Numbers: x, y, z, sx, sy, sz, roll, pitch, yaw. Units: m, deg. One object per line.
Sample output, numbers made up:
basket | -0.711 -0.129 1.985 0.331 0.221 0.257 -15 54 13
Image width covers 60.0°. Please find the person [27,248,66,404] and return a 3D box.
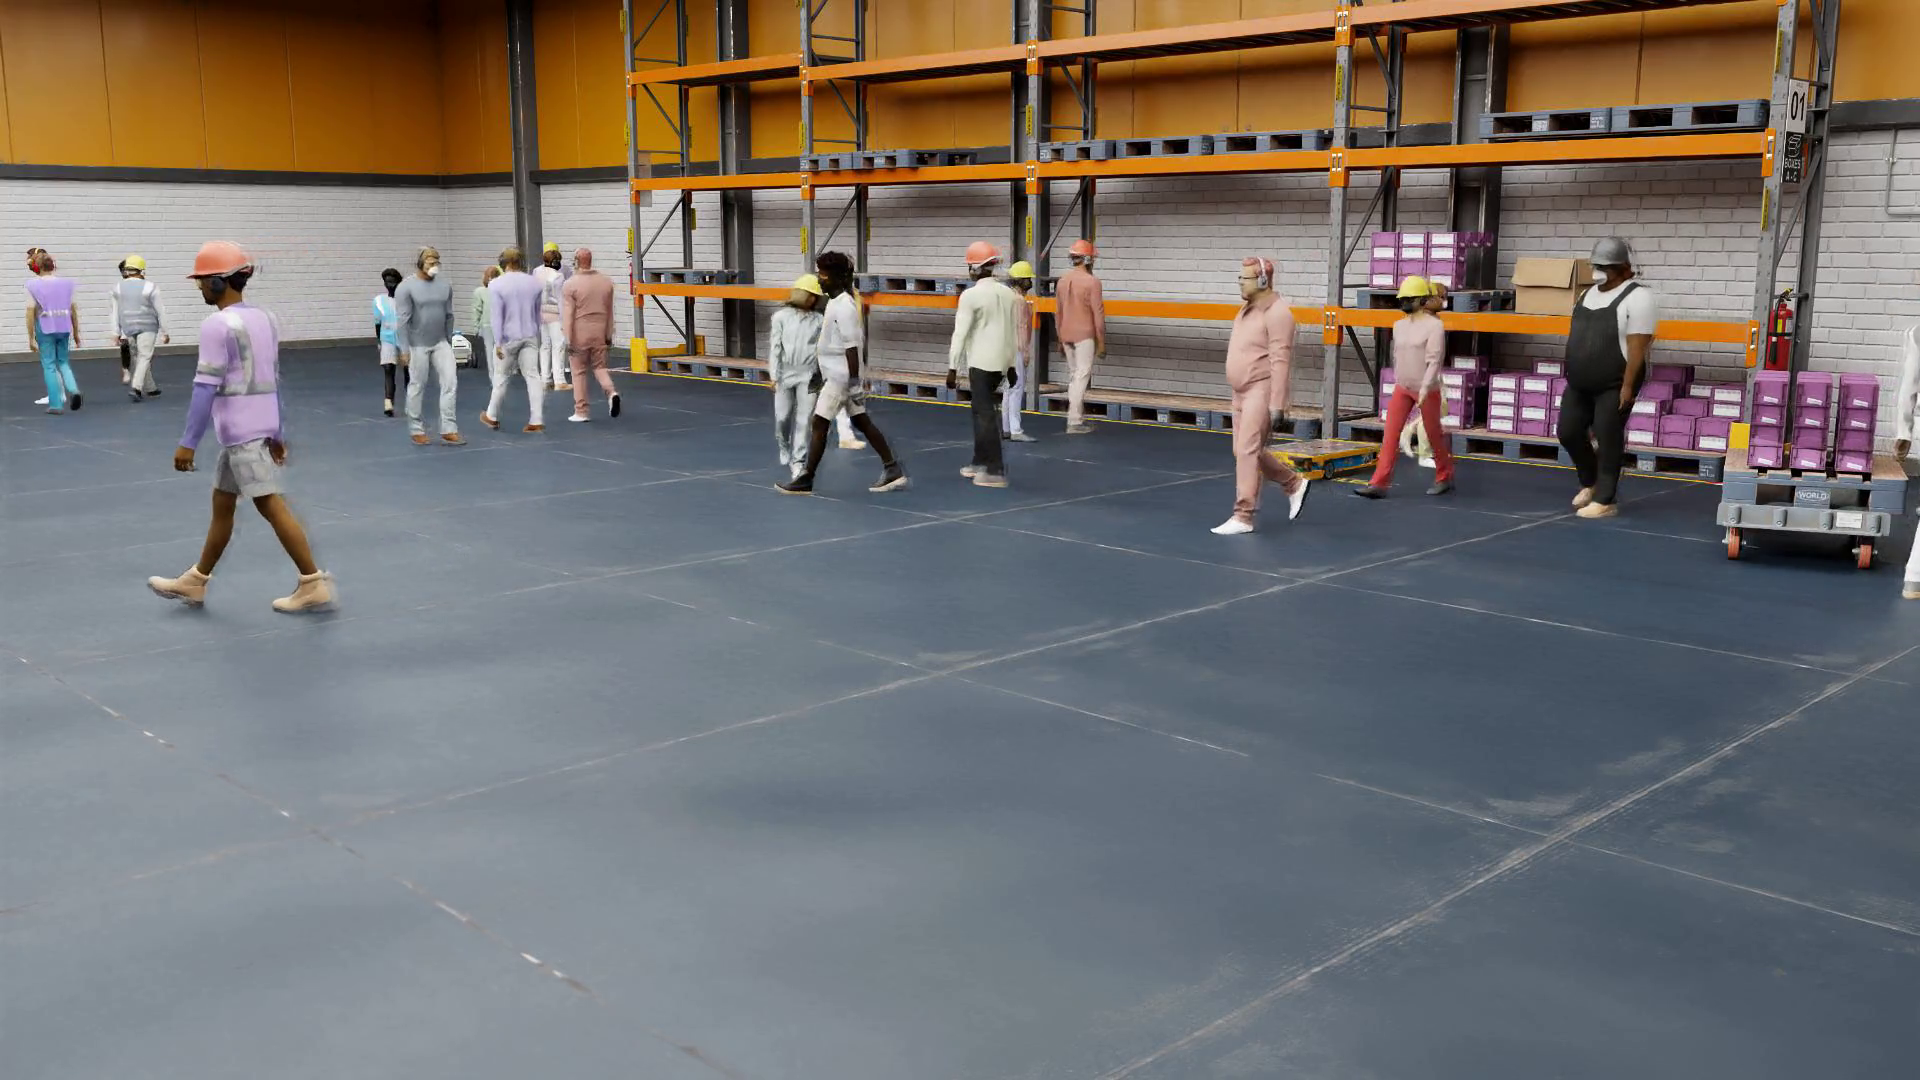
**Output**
person | -11.051 -2.579 20.076 0.328 1.872 0.508 -3 11 -15

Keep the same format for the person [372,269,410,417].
person | -6.328 -2.222 18.721 0.538 1.644 0.858 -2 11 -12

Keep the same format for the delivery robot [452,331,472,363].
delivery robot | -7.666 -2.950 25.428 0.477 0.478 0.707 -4 11 -19

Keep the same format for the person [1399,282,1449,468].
person | 4.062 -1.439 14.552 0.431 1.620 0.507 8 13 37

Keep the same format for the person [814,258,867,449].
person | -1.172 -1.778 15.845 0.581 1.821 0.635 5 12 25

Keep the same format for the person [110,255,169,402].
person | -10.056 -2.596 20.392 0.606 1.792 0.922 0 10 -1

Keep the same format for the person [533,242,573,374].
person | -5.951 -3.396 24.396 0.584 1.918 0.381 -4 11 -19

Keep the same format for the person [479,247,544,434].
person | -4.616 -2.054 17.144 0.639 1.889 0.994 -9 14 -42

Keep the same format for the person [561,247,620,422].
person | -4.004 -2.203 17.950 0.617 1.893 0.659 10 14 43

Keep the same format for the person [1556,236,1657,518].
person | 4.587 -1.164 11.892 0.539 2.000 0.680 -5 12 -27

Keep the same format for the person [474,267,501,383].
person | -6.098 -2.778 21.889 0.507 1.593 0.813 -6 12 -29

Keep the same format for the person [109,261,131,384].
person | -11.258 -2.951 22.639 0.535 1.678 0.548 -5 11 -24

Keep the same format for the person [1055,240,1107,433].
person | 1.265 -2.082 17.139 0.565 1.973 0.627 -8 13 -38

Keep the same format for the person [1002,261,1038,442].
person | 0.585 -1.848 16.371 0.320 1.769 0.523 -2 11 -13

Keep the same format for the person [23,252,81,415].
person | -10.249 -2.324 18.794 0.443 1.825 0.592 6 12 30

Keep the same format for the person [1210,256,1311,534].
person | 2.079 -0.980 11.330 0.736 1.887 0.650 -3 11 -14

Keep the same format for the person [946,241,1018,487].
person | 0.127 -1.424 13.520 0.763 1.965 0.627 9 13 39

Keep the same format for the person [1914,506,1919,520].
person | 6.952 -0.942 11.313 0.560 1.803 0.844 -3 11 -16

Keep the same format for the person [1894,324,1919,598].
person | 5.652 -0.595 9.315 0.847 1.851 0.591 -3 11 -16

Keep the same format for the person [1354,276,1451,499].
person | 3.490 -1.166 12.794 0.936 1.712 0.522 -7 13 -35

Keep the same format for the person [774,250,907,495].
person | -0.907 -1.294 12.957 1.025 1.921 0.627 0 10 -3

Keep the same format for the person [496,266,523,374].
person | -6.622 -3.335 24.457 0.640 1.782 0.830 5 11 24

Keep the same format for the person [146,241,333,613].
person | -3.878 -0.582 8.860 1.050 1.985 0.630 0 10 -1

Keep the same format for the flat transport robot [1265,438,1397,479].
flat transport robot | 3.070 -0.706 14.224 1.431 0.197 0.652 -10 14 -44

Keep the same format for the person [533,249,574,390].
person | -5.326 -2.886 21.848 0.629 1.836 0.428 10 14 43

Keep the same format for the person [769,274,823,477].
person | -1.366 -1.384 13.980 0.507 1.706 0.698 -2 11 -12

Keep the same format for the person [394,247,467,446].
person | -5.030 -1.829 15.882 0.827 1.902 0.666 8 13 38
